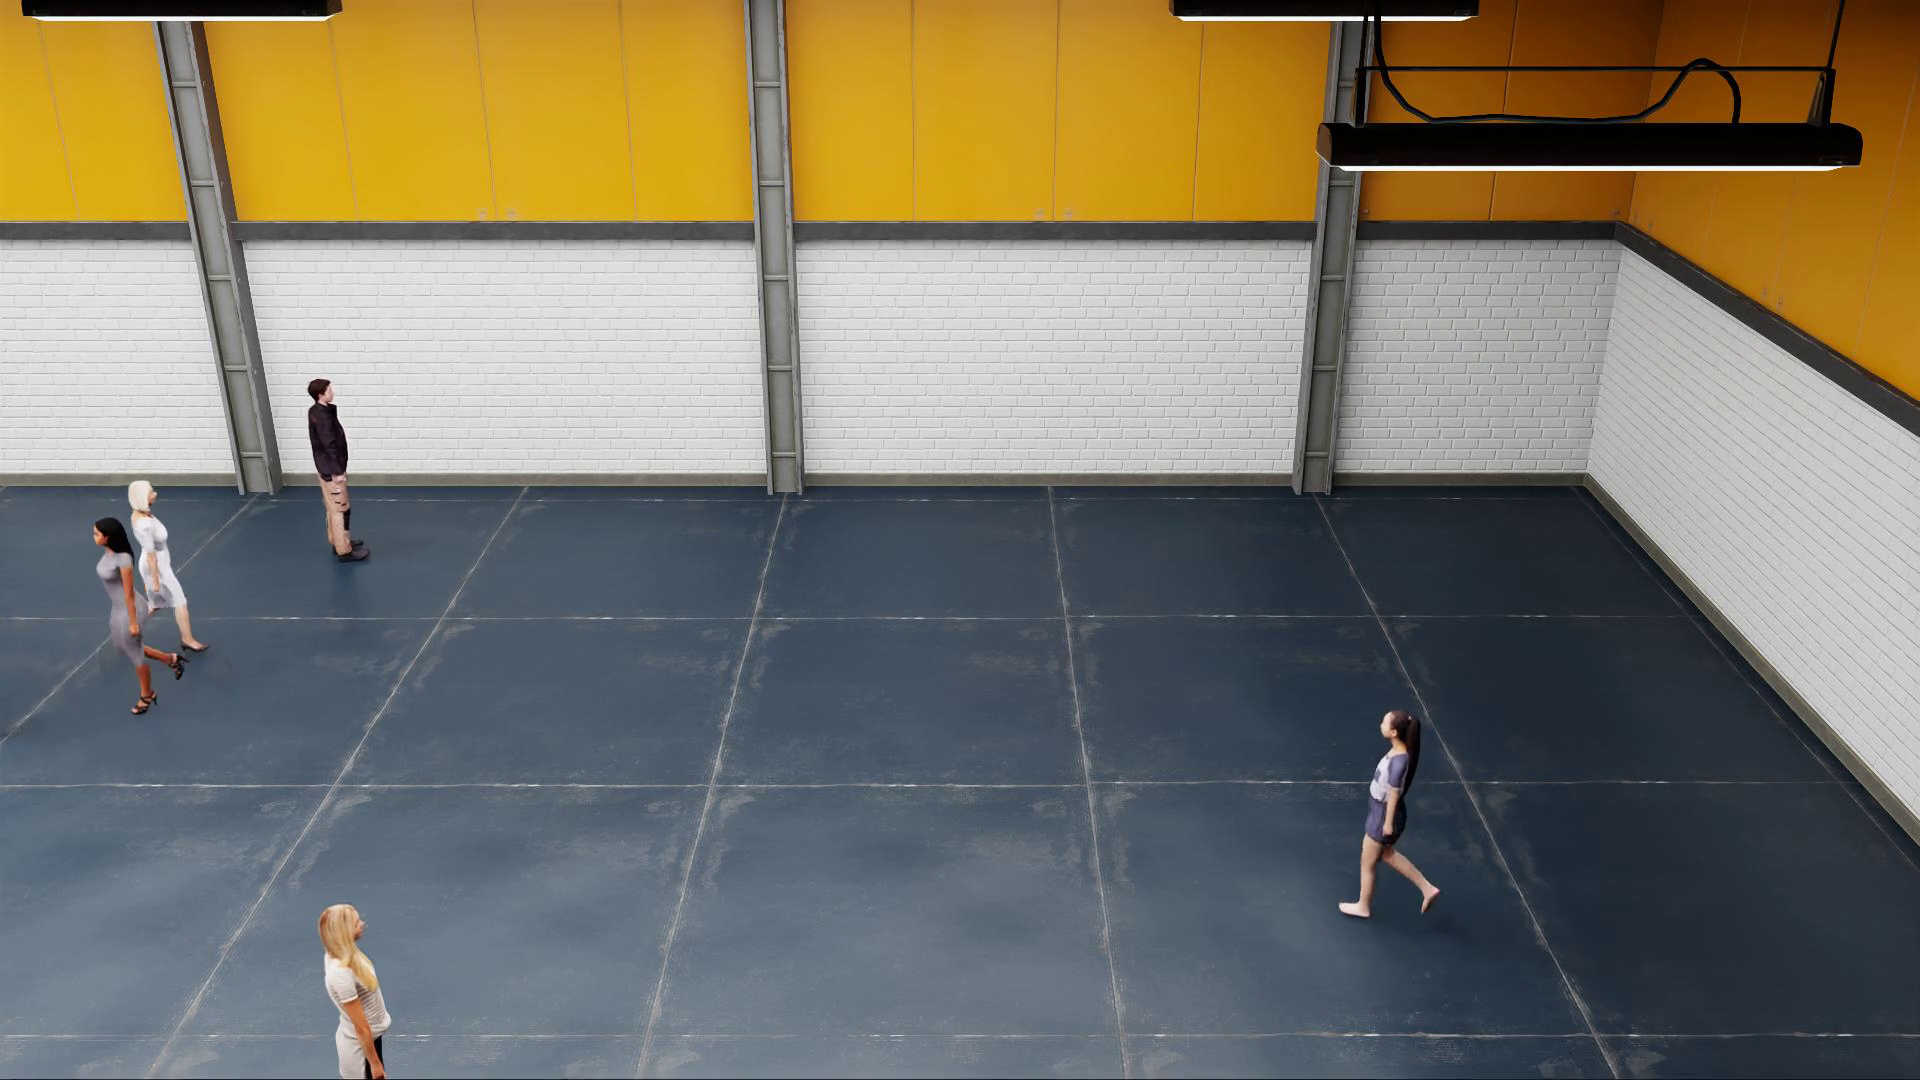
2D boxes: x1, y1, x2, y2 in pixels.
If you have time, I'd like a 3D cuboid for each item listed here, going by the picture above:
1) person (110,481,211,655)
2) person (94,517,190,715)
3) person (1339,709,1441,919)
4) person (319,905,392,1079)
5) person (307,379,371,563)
[{"bbox_3d":[-7.264,0.304,14.853,1.083,1.717,0.947,-16,28,-32],"label":"person"},{"bbox_3d":[-6.931,0.616,14.075,0.847,1.768,0.900,20,31,38],"label":"person"},{"bbox_3d":[2.995,1.902,11.302,0.983,1.633,0.813,10,25,21],"label":"person"},{"bbox_3d":[-3.283,2.766,9.084,0.691,1.827,0.679,-14,27,-28],"label":"person"},{"bbox_3d":[-6.409,-0.725,16.947,0.800,1.925,0.804,-13,27,-27],"label":"person"}]
